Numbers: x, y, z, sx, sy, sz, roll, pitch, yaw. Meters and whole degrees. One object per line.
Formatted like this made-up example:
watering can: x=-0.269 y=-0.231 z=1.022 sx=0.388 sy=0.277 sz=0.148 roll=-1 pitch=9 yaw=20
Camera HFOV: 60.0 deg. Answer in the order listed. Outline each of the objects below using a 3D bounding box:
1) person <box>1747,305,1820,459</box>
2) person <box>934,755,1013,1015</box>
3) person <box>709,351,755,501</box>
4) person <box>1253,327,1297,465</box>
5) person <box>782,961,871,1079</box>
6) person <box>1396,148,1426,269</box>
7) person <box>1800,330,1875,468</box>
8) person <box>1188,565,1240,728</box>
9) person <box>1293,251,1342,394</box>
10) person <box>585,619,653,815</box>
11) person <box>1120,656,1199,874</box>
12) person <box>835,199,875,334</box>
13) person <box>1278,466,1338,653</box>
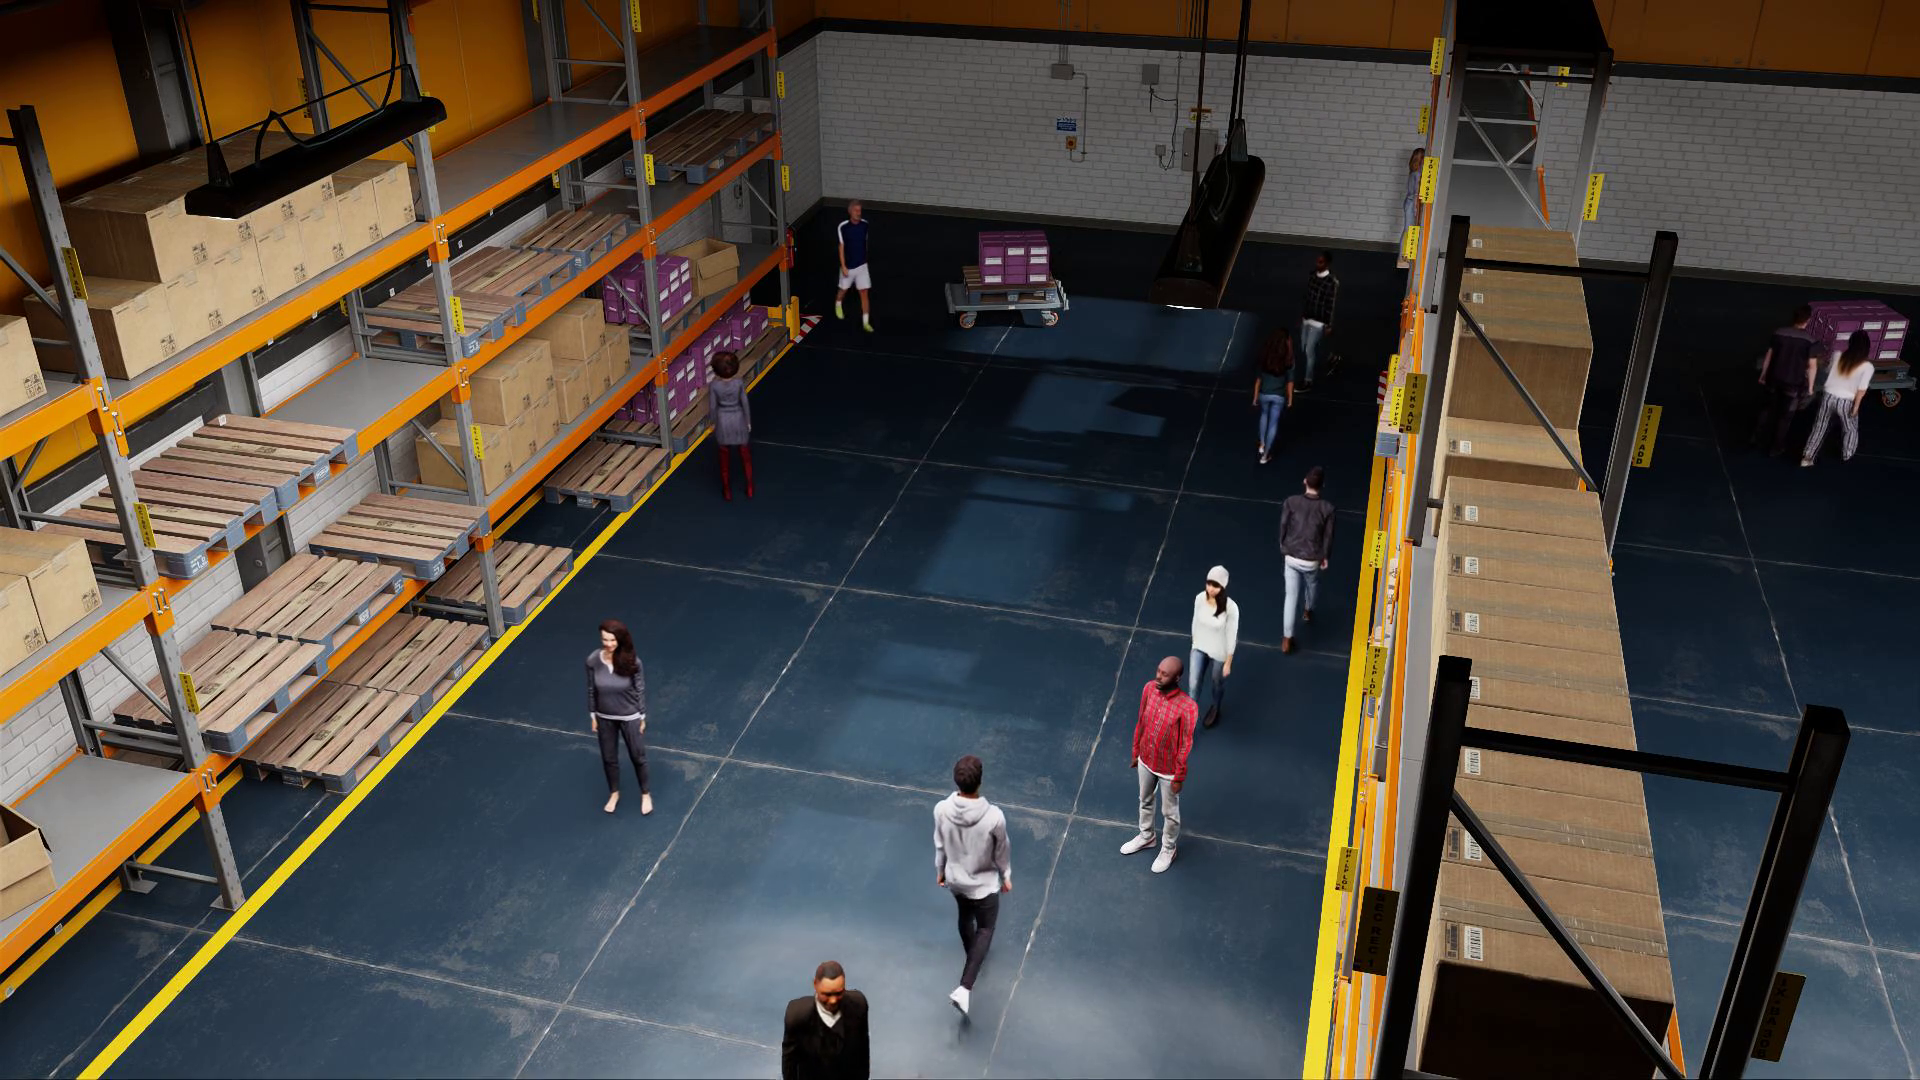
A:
person: x=9.341 y=-1.773 z=18.898 sx=0.973 sy=1.841 sz=0.915 roll=-18 pitch=33 yaw=-29
person: x=0.069 y=2.342 z=11.284 sx=0.738 sy=1.907 sz=1.138 roll=9 pitch=30 yaw=16
person: x=-2.492 y=-1.229 z=18.041 sx=0.662 sy=1.706 sz=0.638 roll=-4 pitch=29 yaw=-7
person: x=3.524 y=-1.611 z=18.848 sx=0.641 sy=1.604 sz=0.681 roll=11 pitch=31 yaw=20
person: x=-0.775 y=3.158 z=9.811 sx=0.981 sy=1.886 sz=1.153 roll=-7 pitch=29 yaw=-12
person: x=6.721 y=-4.951 z=24.772 sx=0.667 sy=1.794 sz=0.475 roll=4 pitch=29 yaw=7
person: x=9.824 y=-1.537 z=18.692 sx=1.263 sy=1.623 sz=1.086 roll=-20 pitch=34 yaw=-32
person: x=2.187 y=0.920 z=14.193 sx=0.789 sy=1.619 sz=1.060 roll=17 pitch=33 yaw=28
person: x=4.512 y=-2.748 z=20.728 sx=1.116 sy=1.799 sz=1.074 roll=-14 pitch=32 yaw=-25
person: x=-2.703 y=1.388 z=13.180 sx=0.655 sy=1.767 sz=0.591 roll=0 pitch=29 yaw=1
person: x=1.536 y=1.657 z=12.630 sx=0.764 sy=1.820 sz=0.756 roll=-25 pitch=37 yaw=-38
person: x=-1.494 y=-3.758 z=22.574 sx=1.125 sy=1.805 sz=1.226 roll=-13 pitch=31 yaw=-23
person: x=3.143 y=0.211 z=15.298 sx=0.650 sy=1.805 sz=1.047 roll=7 pitch=29 yaw=12
